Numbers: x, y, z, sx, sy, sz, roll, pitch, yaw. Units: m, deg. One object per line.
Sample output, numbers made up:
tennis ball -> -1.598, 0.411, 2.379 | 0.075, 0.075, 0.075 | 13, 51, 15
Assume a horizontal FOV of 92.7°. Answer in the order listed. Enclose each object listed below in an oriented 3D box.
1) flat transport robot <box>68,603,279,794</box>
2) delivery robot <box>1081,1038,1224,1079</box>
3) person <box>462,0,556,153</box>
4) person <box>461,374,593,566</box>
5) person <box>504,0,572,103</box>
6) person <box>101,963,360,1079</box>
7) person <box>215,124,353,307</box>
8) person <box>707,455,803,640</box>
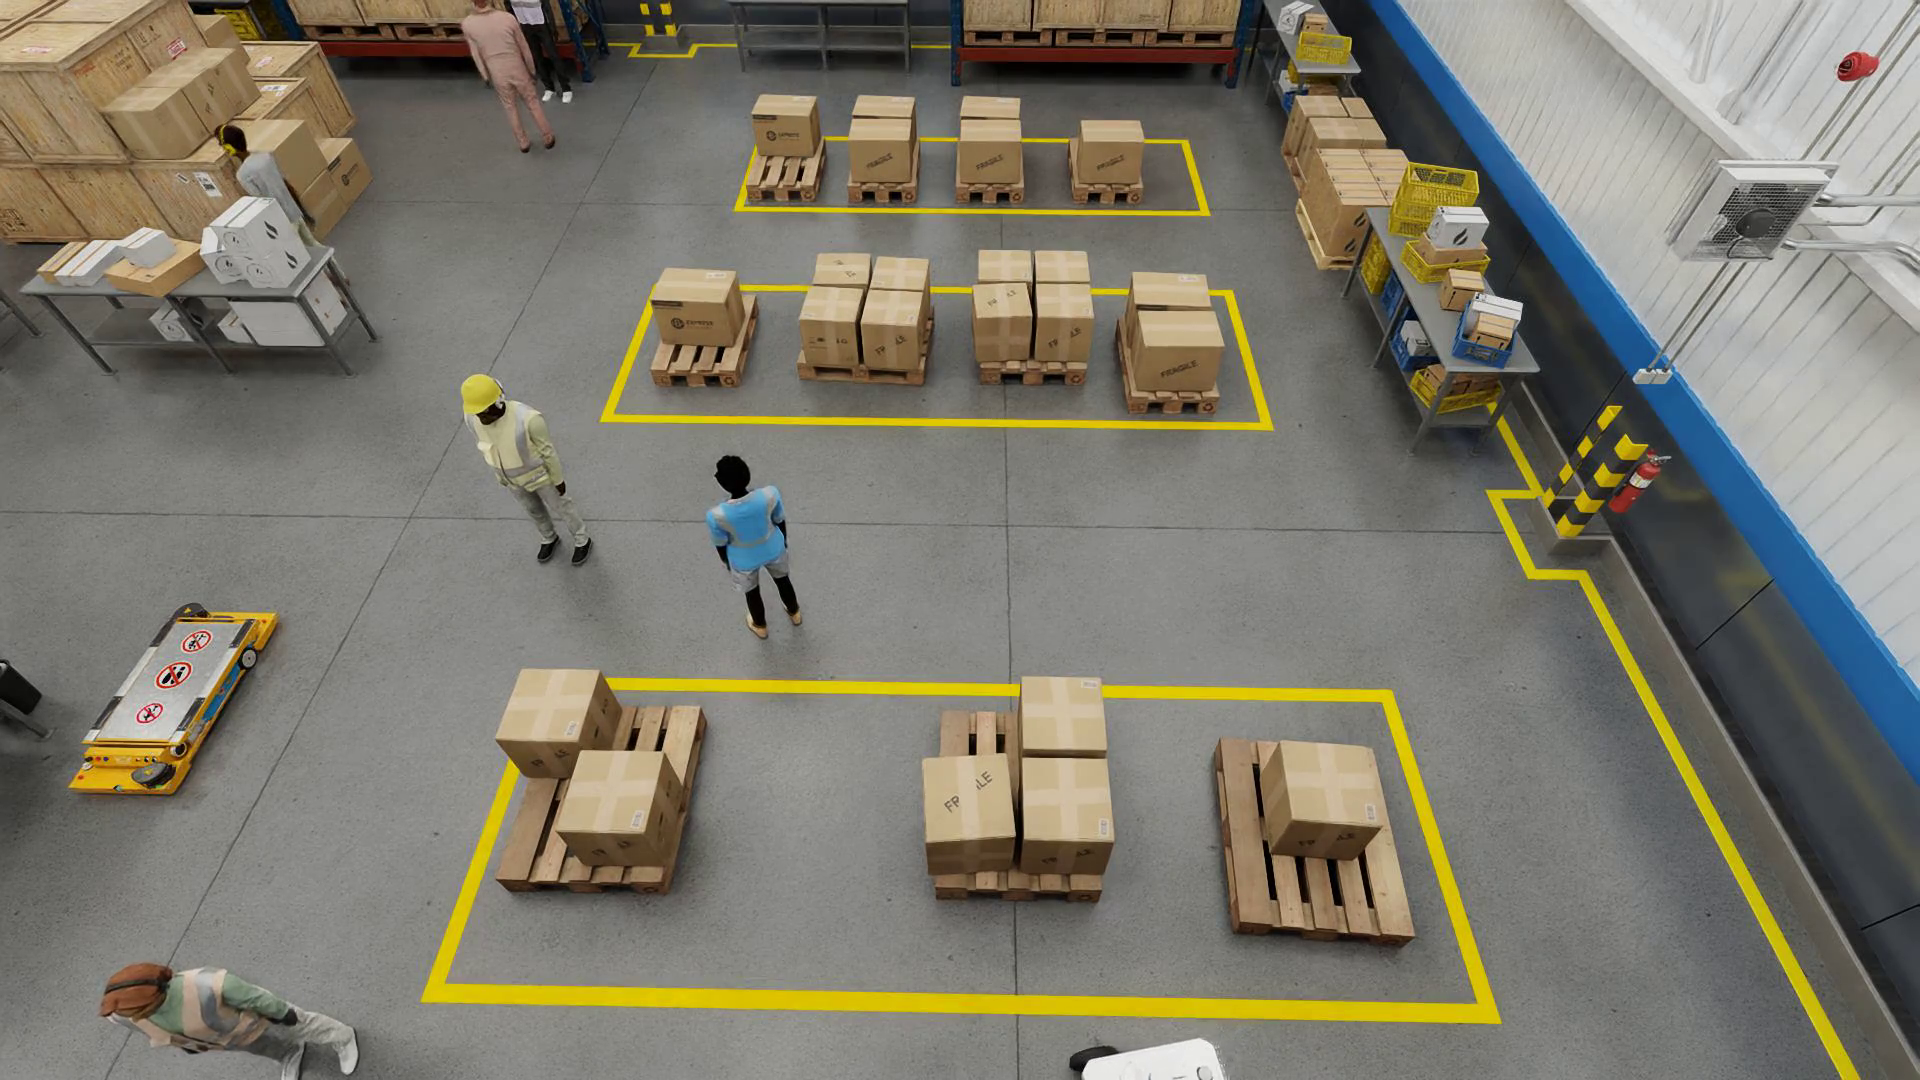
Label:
flat transport robot -> -5.504, 1.072, 6.442 | 0.652, 0.197, 1.431 | 1, 50, 1
delivery robot -> 0.996, 2.821, 4.718 | 0.707, 0.478, 0.477 | -7, 50, -6
person -> -5.469, -5.689, 11.101 | 0.652, 1.904, 0.403 | -14, 51, -12
person -> -3.204, -0.497, 6.763 | 0.585, 1.824, 0.403 | 6, 50, 5
person -> -5.576, -6.754, 12.002 | 0.597, 1.910, 0.398 | 2, 50, 1
person -> -3.532, 2.359, 4.469 | 0.516, 1.631, 0.317 | -12, 51, -10
person -> -6.601, -3.128, 8.961 | 0.329, 1.865, 0.557 | 1, 50, 0
person -> -1.419, 0.074, 6.364 | 0.533, 1.692, 0.320 | -23, 53, -18
